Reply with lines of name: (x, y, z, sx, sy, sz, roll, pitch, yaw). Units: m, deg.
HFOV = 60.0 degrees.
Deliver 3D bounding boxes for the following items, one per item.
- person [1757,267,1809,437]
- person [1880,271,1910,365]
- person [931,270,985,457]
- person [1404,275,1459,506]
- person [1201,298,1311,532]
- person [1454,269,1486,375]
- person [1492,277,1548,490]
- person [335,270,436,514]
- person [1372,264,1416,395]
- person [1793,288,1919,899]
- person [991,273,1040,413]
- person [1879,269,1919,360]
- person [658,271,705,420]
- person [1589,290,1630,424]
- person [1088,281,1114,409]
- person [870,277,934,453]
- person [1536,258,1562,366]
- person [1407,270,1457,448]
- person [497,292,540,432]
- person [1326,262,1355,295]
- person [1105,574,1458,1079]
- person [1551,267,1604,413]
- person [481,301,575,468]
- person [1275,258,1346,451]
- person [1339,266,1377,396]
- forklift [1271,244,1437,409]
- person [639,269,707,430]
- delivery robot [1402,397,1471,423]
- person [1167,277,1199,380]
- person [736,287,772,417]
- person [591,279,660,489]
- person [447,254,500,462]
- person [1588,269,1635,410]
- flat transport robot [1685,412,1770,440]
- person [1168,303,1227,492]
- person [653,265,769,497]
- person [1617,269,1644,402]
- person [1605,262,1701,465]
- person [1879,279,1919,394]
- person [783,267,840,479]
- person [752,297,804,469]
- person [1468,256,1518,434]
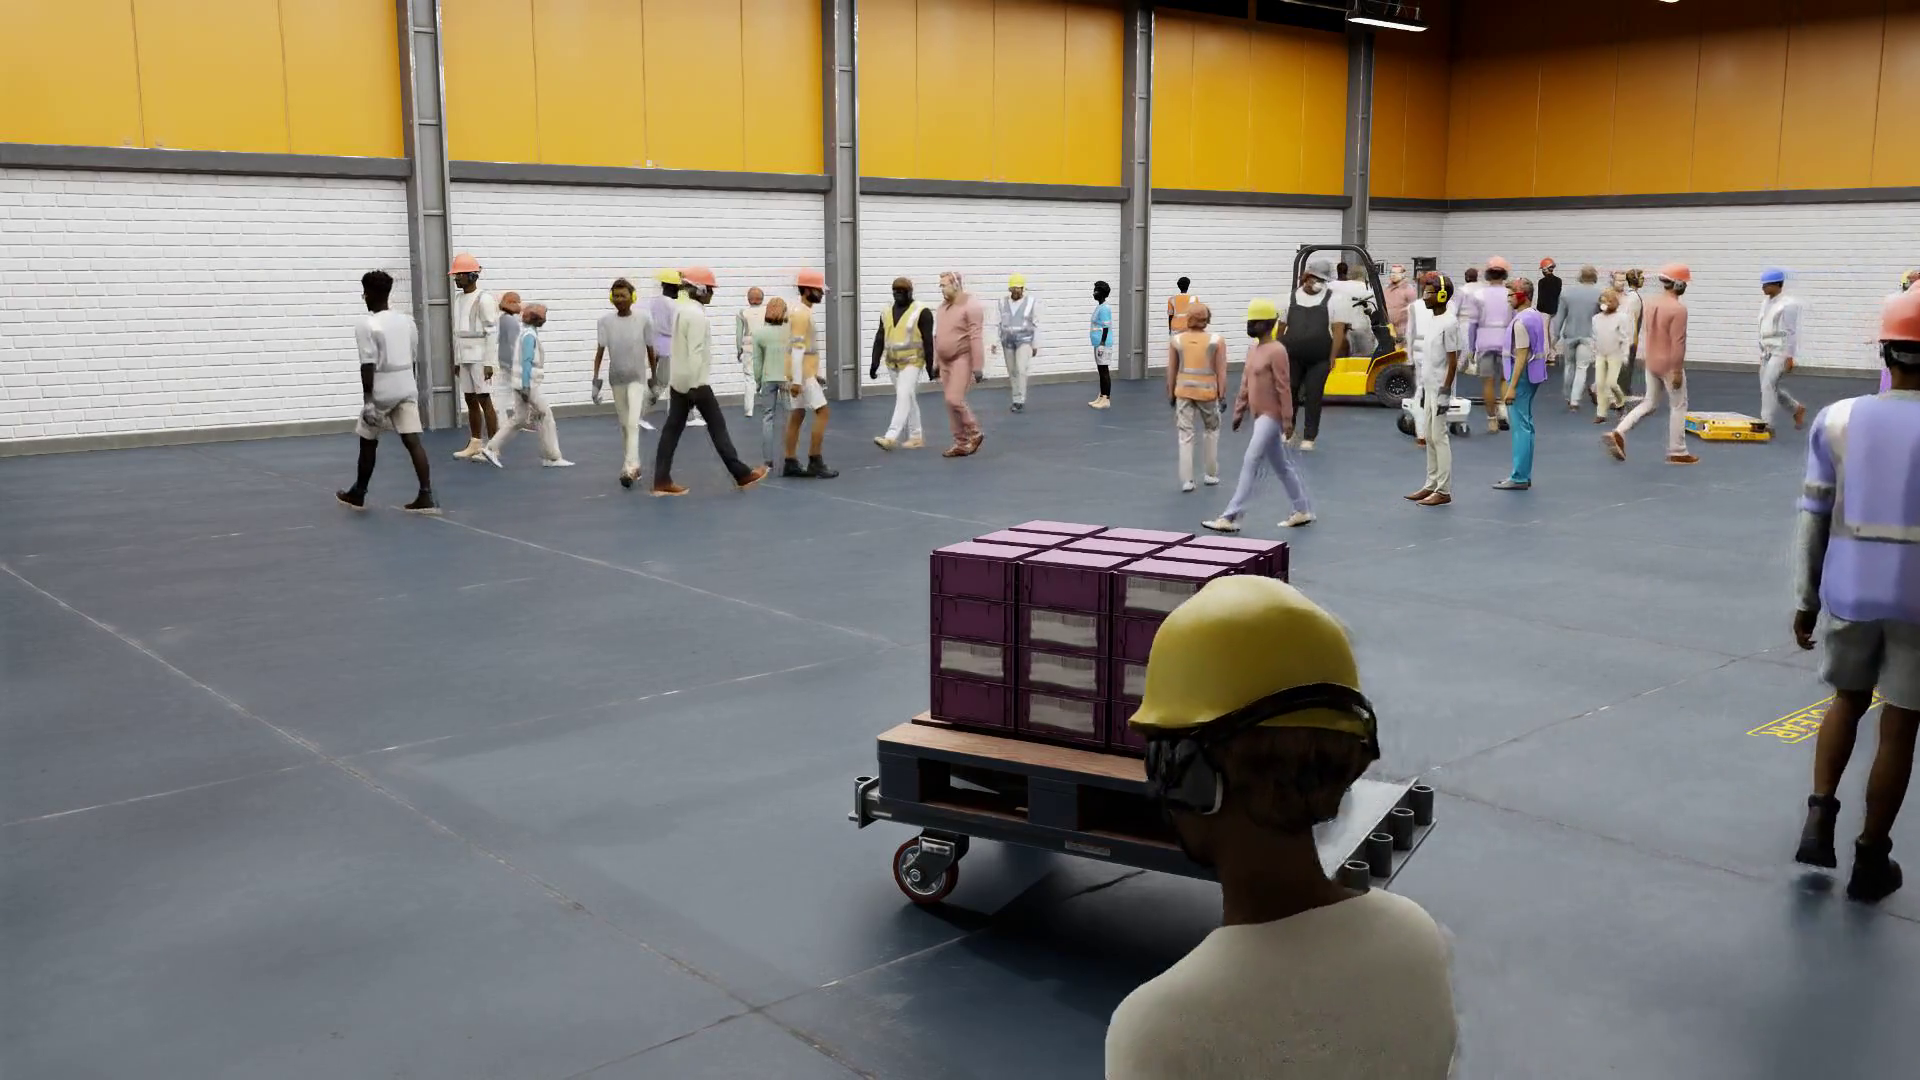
person: (9.211, -2.098, 18.606, 0.753, 1.915, 0.648, -1, 10, -5)
person: (13.130, -2.827, 23.139, 0.596, 1.825, 0.403, 5, 11, 28)
person: (-0.058, -1.762, 16.712, 0.426, 1.882, 0.653, -7, 12, -35)
person: (3.864, -1.213, 13.543, 0.317, 1.870, 0.531, 0, 10, -2)
person: (2.235, -0.912, 12.244, 0.925, 1.716, 0.541, -2, 10, -13)
person: (8.719, -3.763, 28.677, 0.654, 1.794, 0.927, -3, 10, -18)
person: (4.874, -1.347, 14.418, 0.390, 1.838, 0.563, 5, 11, 29)
person: (-4.539, -1.157, 13.088, 0.993, 1.910, 0.621, 5, 11, 28)
person: (6.282, -3.029, 24.068, 0.407, 1.907, 0.660, -6, 12, -33)
person: (2.940, 0.180, 5.222, 0.399, 1.920, 0.560, -9, 13, -41)
person: (0.689, -2.538, 21.510, 0.584, 1.791, 0.829, 4, 10, 21)
person: (11.813, -2.427, 20.661, 0.655, 1.872, 0.933, 2, 10, 11)
person: (-3.418, -2.368, 20.387, 0.633, 1.843, 0.429, -3, 10, -15)
person: (7.855, -2.201, 20.065, 0.446, 1.611, 0.545, -7, 12, -36)
person: (1.883, -2.598, 22.159, 0.319, 1.696, 0.532, 0, 10, -3)
person: (-0.653, -1.800, 17.182, 0.664, 1.792, 0.942, 8, 12, 38)
person: (10.814, -4.198, 30.659, 0.609, 1.992, 0.386, -7, 12, -34)
person: (5.016, -1.903, 17.578, 0.544, 1.866, 0.621, -9, 13, -43)
person: (-5.076, -2.029, 19.078, 0.582, 1.614, 0.503, -7, 12, -35)
person: (6.560, -3.805, 28.586, 0.592, 1.916, 0.392, -1, 10, -5)
person: (0.301, 0.899, 1.610, 0.557, 1.701, 0.785, -9, 13, -41)
person: (8.114, -2.612, 21.723, 0.681, 1.871, 1.026, 5, 11, 29)
person: (-4.166, -1.472, 15.854, 0.833, 1.592, 0.540, -3, 10, -17)
person: (3.643, -1.958, 17.403, 0.724, 2.000, 0.536, 4, 10, 21)
person: (5.846, -3.036, 24.209, 0.687, 1.869, 1.009, 10, 14, 44)
forklift: (5.256, -2.933, 22.661, 2.313, 2.155, 1.214, 3, 10, 16)
person: (-3.441, -2.227, 19.465, 0.989, 1.882, 0.604, -6, 11, -32)
delivery robot: (5.344, -1.475, 18.648, 0.707, 0.478, 0.477, 0, 10, -2)
person: (3.606, -3.402, 26.887, 0.531, 1.694, 0.320, 4, 11, 23)
person: (-2.548, -2.354, 20.899, 0.522, 1.636, 0.310, -1, 10, -6)
person: (-2.956, -1.373, 14.628, 0.550, 1.813, 0.989, 0, 10, 1)
person: (-4.810, -1.784, 16.378, 0.613, 2.041, 0.393, 9, 13, 41)
person: (8.670, -2.682, 22.172, 0.656, 1.866, 0.924, -3, 10, -18)
flat transport robot: (8.541, -1.300, 18.726, 0.652, 0.197, 1.431, 1, 10, 8)
person: (2.074, -1.240, 14.410, 0.549, 1.613, 0.657, 4, 10, 21)
person: (-2.166, -1.339, 14.082, 1.025, 1.931, 0.618, -6, 11, -30)
person: (9.349, -2.846, 23.171, 0.343, 1.846, 0.507, 1, 10, 6)
person: (6.761, -1.697, 16.077, 0.873, 1.969, 0.628, -2, 10, -10)
person: (4.653, -0.320, 8.115, 0.375, 1.935, 0.551, 4, 11, 24)
person: (-1.336, -1.505, 15.116, 0.666, 1.911, 0.557, -1, 10, -8)
person: (-1.718, -1.482, 15.800, 0.500, 1.636, 0.286, 1, 10, 7)
person: (6.100, -2.214, 18.959, 0.638, 2.018, 0.451, 3, 10, 16)
